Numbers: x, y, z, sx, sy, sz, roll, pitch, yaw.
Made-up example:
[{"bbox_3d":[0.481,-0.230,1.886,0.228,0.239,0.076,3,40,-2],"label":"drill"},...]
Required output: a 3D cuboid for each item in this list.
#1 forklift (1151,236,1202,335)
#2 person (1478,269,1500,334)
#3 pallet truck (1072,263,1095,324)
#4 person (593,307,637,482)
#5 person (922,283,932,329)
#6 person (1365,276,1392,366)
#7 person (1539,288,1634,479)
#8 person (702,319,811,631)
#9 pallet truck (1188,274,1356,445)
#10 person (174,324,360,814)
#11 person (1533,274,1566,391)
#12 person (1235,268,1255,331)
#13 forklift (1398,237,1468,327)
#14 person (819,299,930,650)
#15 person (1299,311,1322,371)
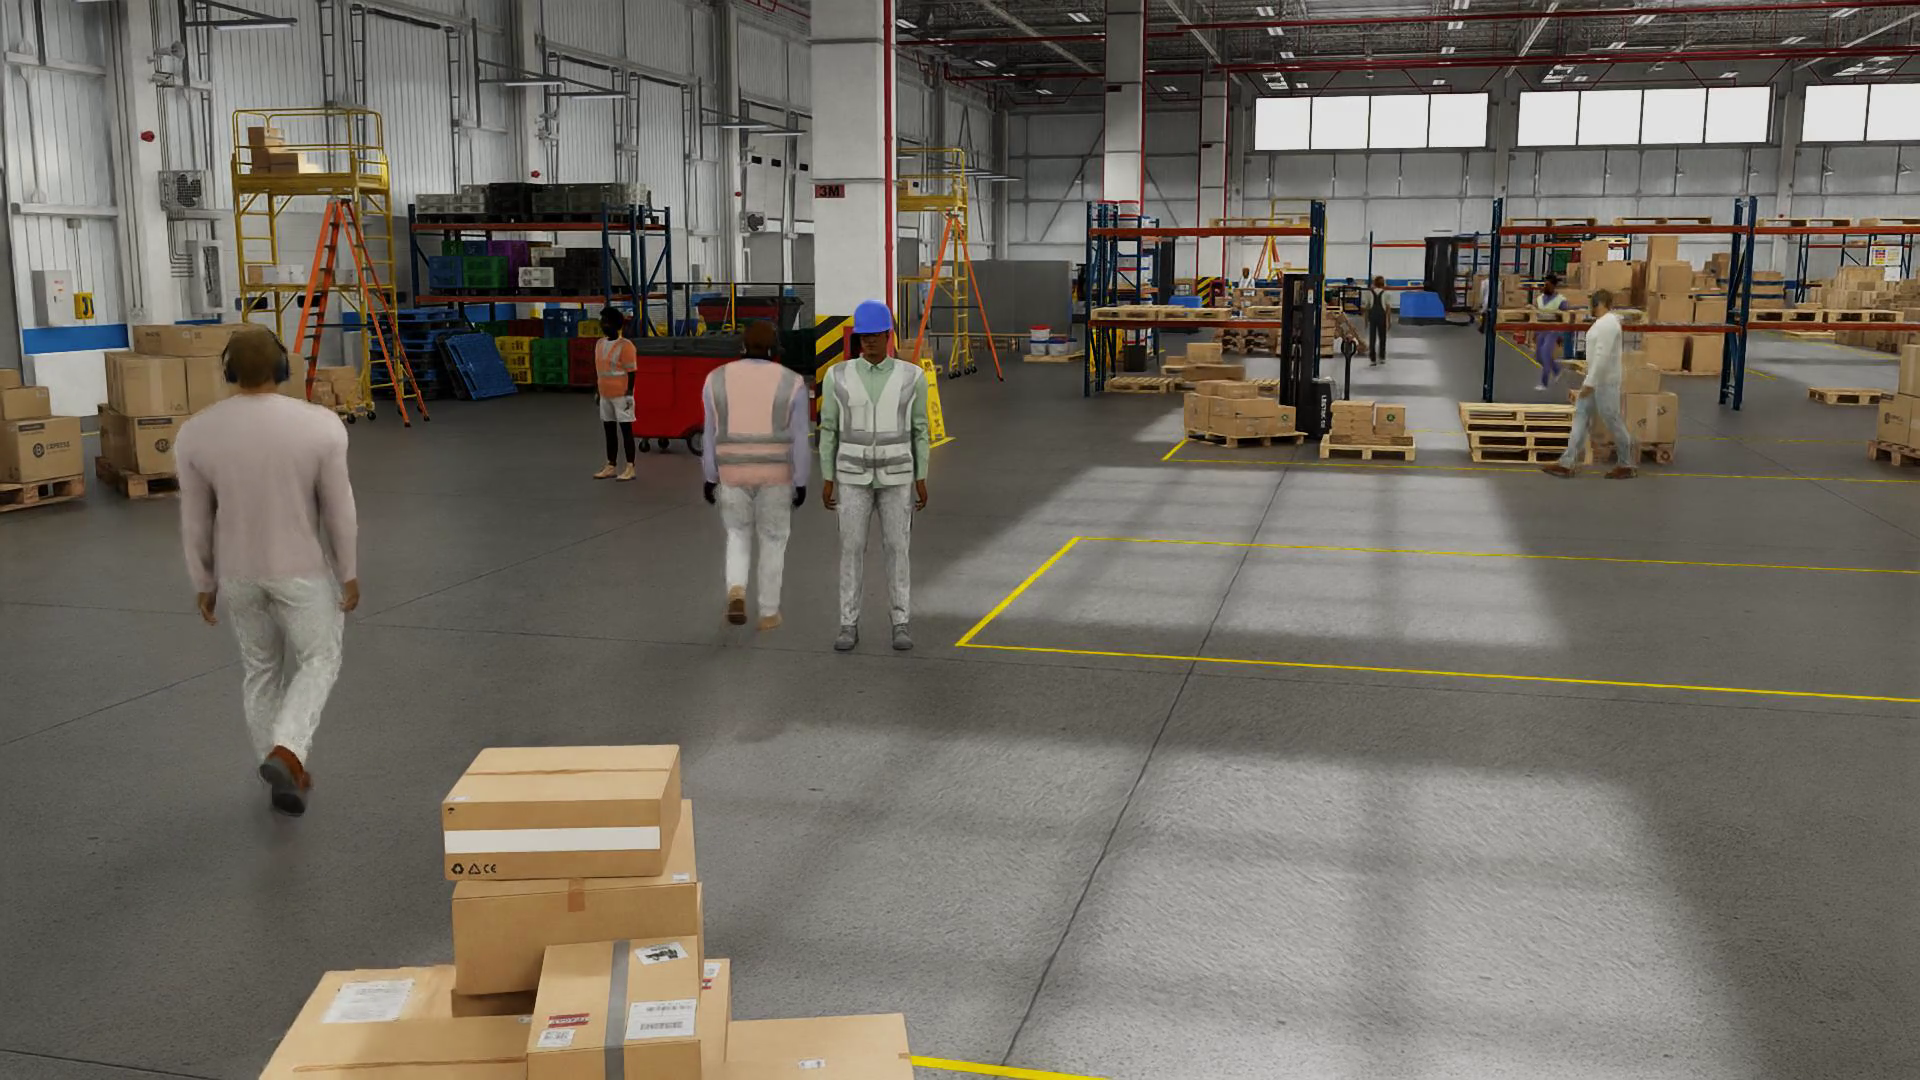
[{"bbox_3d":[5.866,-7.214,46.878,1.873,2.768,1.129,2,10,14],"label":"forklift"},{"bbox_3d":[14.990,-6.755,47.096,0.570,1.883,0.987,1,10,5],"label":"person"},{"bbox_3d":[4.325,-8.180,55.162,0.823,1.965,1.885,6,11,31],"label":"pallet truck"},{"bbox_3d":[-3.366,-1.417,16.223,0.530,1.697,0.321,7,12,36],"label":"person"},{"bbox_3d":[-0.902,-7.351,50.493,0.544,1.929,0.386,-6,11,-30],"label":"person"},{"bbox_3d":[8.483,-4.442,33.733,0.538,1.794,0.947,4,10,22],"label":"person"},{"bbox_3d":[6.252,-1.528,16.377,0.919,1.870,0.618,0,10,2],"label":"person"},{"bbox_3d":[-1.173,-0.363,9.654,0.638,1.823,0.449,1,10,4],"label":"person"},{"bbox_3d":[3.653,-2.138,19.590,1.885,1.965,0.823,-4,10,-20],"label":"pallet truck"},{"bbox_3d":[-2.653,0.138,6.397,0.642,1.927,0.643,-1,10,-5],"label":"person"},{"bbox_3d":[9.692,-3.402,27.298,0.569,1.903,0.620,-4,11,-24],"label":"person"},{"bbox_3d":[8.393,-7.069,48.962,0.573,1.883,0.356,9,13,44],"label":"person"},{"bbox_3d":[14.904,-8.131,52.281,1.873,2.768,1.129,-2,10,-14],"label":"forklift"},{"bbox_3d":[-0.473,-0.353,9.222,0.614,1.946,0.389,0,10,-2],"label":"person"},{"bbox_3d":[6.734,-4.098,31.907,0.485,1.738,0.322,-3,10,-18],"label":"person"}]
